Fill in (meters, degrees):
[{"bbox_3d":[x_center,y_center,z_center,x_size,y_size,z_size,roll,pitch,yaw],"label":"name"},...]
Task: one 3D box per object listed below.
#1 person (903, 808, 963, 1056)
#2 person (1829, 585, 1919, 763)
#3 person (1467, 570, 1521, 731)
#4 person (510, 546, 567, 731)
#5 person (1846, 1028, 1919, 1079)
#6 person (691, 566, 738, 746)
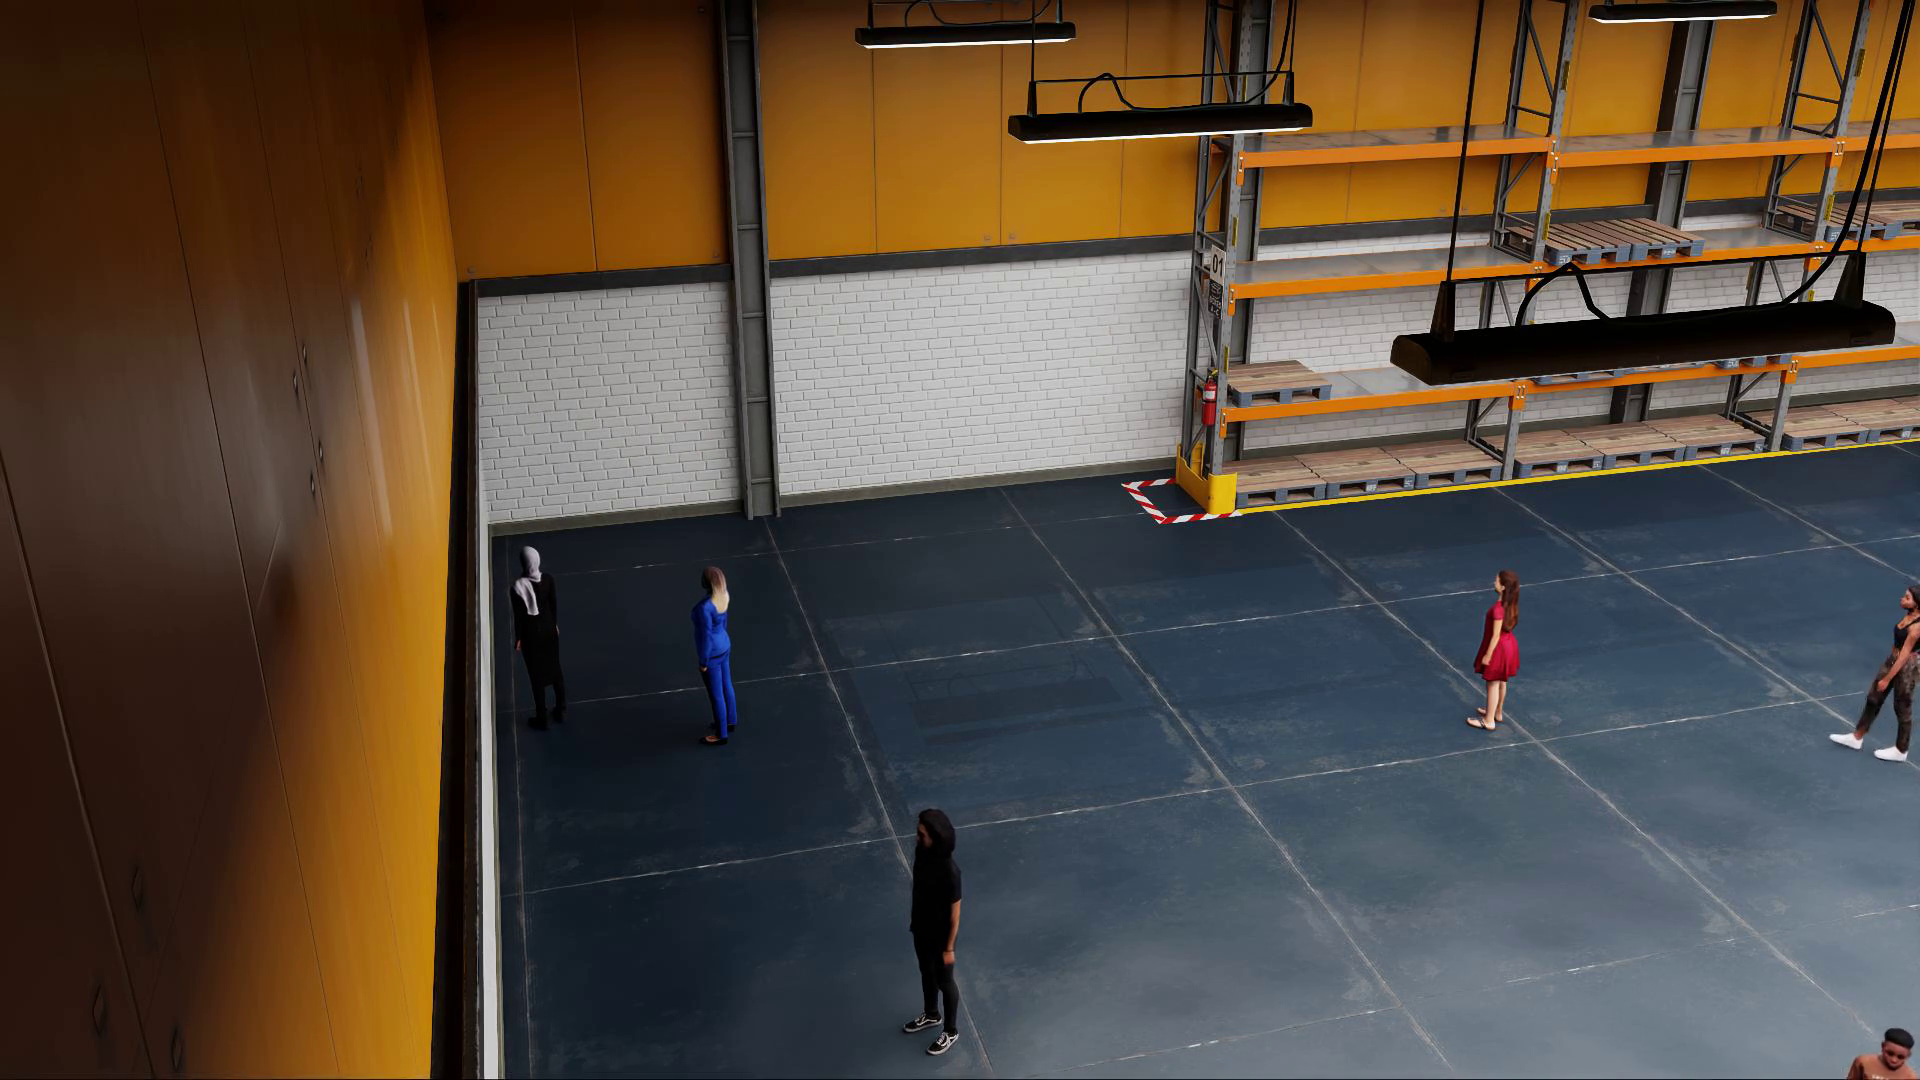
[{"bbox_3d":[-0.157,2.582,11.157,0.654,1.836,0.696,-16,28,-32],"label":"person"},{"bbox_3d":[8.310,1.182,14.553,0.950,1.682,0.835,7,25,16],"label":"person"},{"bbox_3d":[4.917,0.985,15.164,0.735,1.554,0.675,18,29,35],"label":"person"},{"bbox_3d":[-3.820,0.883,15.115,0.630,1.780,0.743,-21,31,-40],"label":"person"},{"bbox_3d":[5.497,3.416,9.982,0.704,1.250,0.768,16,28,32],"label":"person"},{"bbox_3d":[-2.185,1.016,14.910,0.715,1.701,0.710,6,24,13],"label":"person"}]
